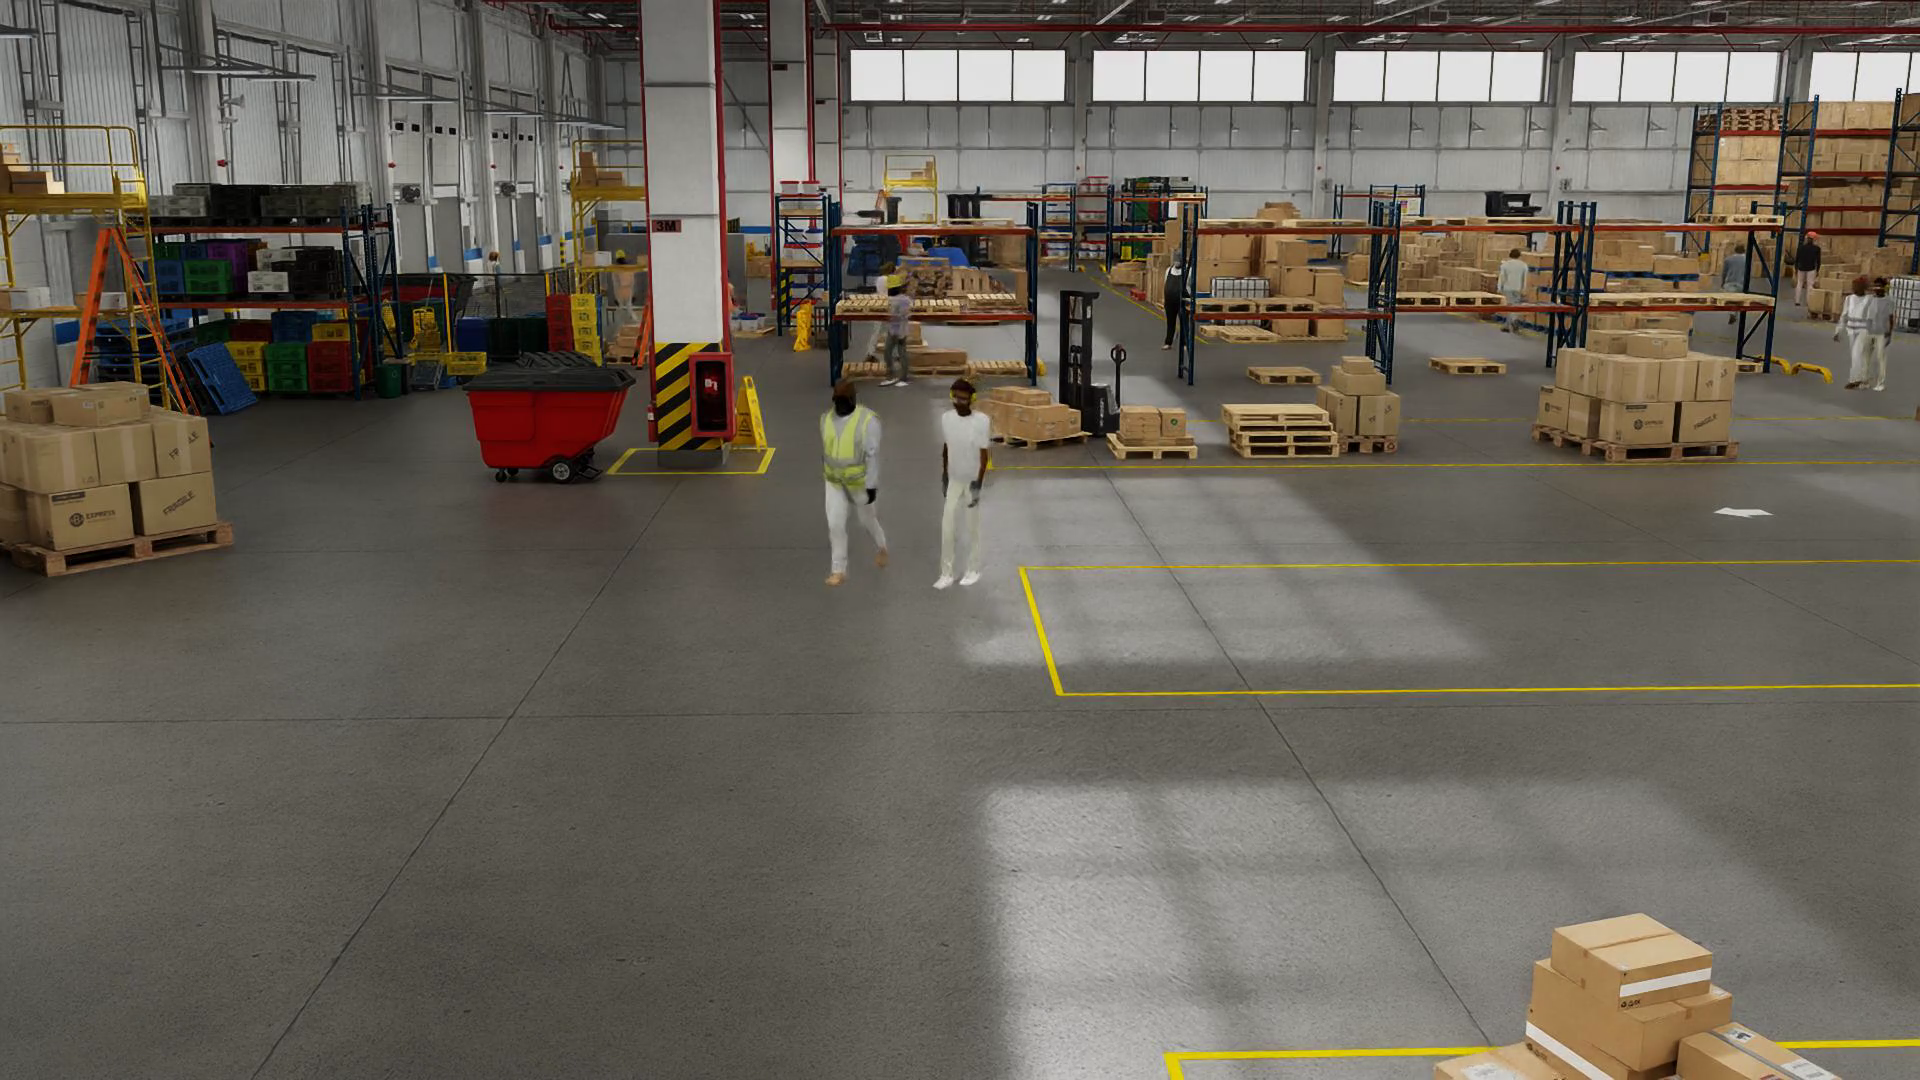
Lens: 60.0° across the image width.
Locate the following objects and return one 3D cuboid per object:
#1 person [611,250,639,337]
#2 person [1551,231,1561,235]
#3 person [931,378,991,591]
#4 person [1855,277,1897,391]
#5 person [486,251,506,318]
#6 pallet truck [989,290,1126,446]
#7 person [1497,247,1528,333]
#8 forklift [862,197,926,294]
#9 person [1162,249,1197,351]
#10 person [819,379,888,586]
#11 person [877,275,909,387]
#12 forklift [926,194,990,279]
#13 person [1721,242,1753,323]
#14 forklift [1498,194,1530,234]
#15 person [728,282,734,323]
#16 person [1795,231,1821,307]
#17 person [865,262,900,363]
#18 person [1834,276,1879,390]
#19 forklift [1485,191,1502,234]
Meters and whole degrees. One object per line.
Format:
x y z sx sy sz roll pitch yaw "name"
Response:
-7.225 -5.295 35.856 0.595 1.907 0.793 -11 17 -41 "person"
18.977 -9.109 53.072 0.798 1.906 0.472 -7 14 -30 "person"
0.008 -0.466 14.223 0.497 1.835 0.741 5 14 23 "person"
15.048 -3.374 27.288 0.320 1.860 0.520 -7 14 -29 "person"
-11.438 -6.266 40.864 0.519 1.633 0.312 11 17 42 "person"
1.257 -2.299 22.111 1.885 1.965 0.823 -9 15 -35 "pallet truck"
12.279 -5.527 36.883 0.642 1.911 0.752 -2 13 -11 "person"
-1.942 -8.638 48.720 1.873 2.768 1.129 0 12 -2 "forklift"
4.364 -4.807 33.334 0.678 2.000 0.537 7 14 30 "person"
-0.924 -0.537 14.610 0.629 1.805 0.830 5 14 23 "person"
-1.079 -3.455 27.588 0.672 1.879 0.591 -10 16 -38 "person"
-0.083 -9.951 54.651 1.873 2.768 1.129 -7 14 -30 "forklift"
18.413 -6.094 39.451 0.633 1.914 0.821 3 13 15 "person"
18.443 -10.155 55.570 1.129 2.768 1.873 -1 13 -3 "forklift"
-4.704 -4.593 33.190 0.532 1.679 0.482 -9 15 -35 "person"
22.532 -7.194 44.216 0.618 1.993 0.396 11 17 41 "person"
-1.396 -4.281 31.318 1.001 1.898 0.646 -11 17 -41 "person"
14.728 -3.404 27.413 0.856 1.849 0.592 -6 14 -25 "person"
20.081 -11.774 62.882 1.873 2.768 1.129 0 12 -2 "forklift"
